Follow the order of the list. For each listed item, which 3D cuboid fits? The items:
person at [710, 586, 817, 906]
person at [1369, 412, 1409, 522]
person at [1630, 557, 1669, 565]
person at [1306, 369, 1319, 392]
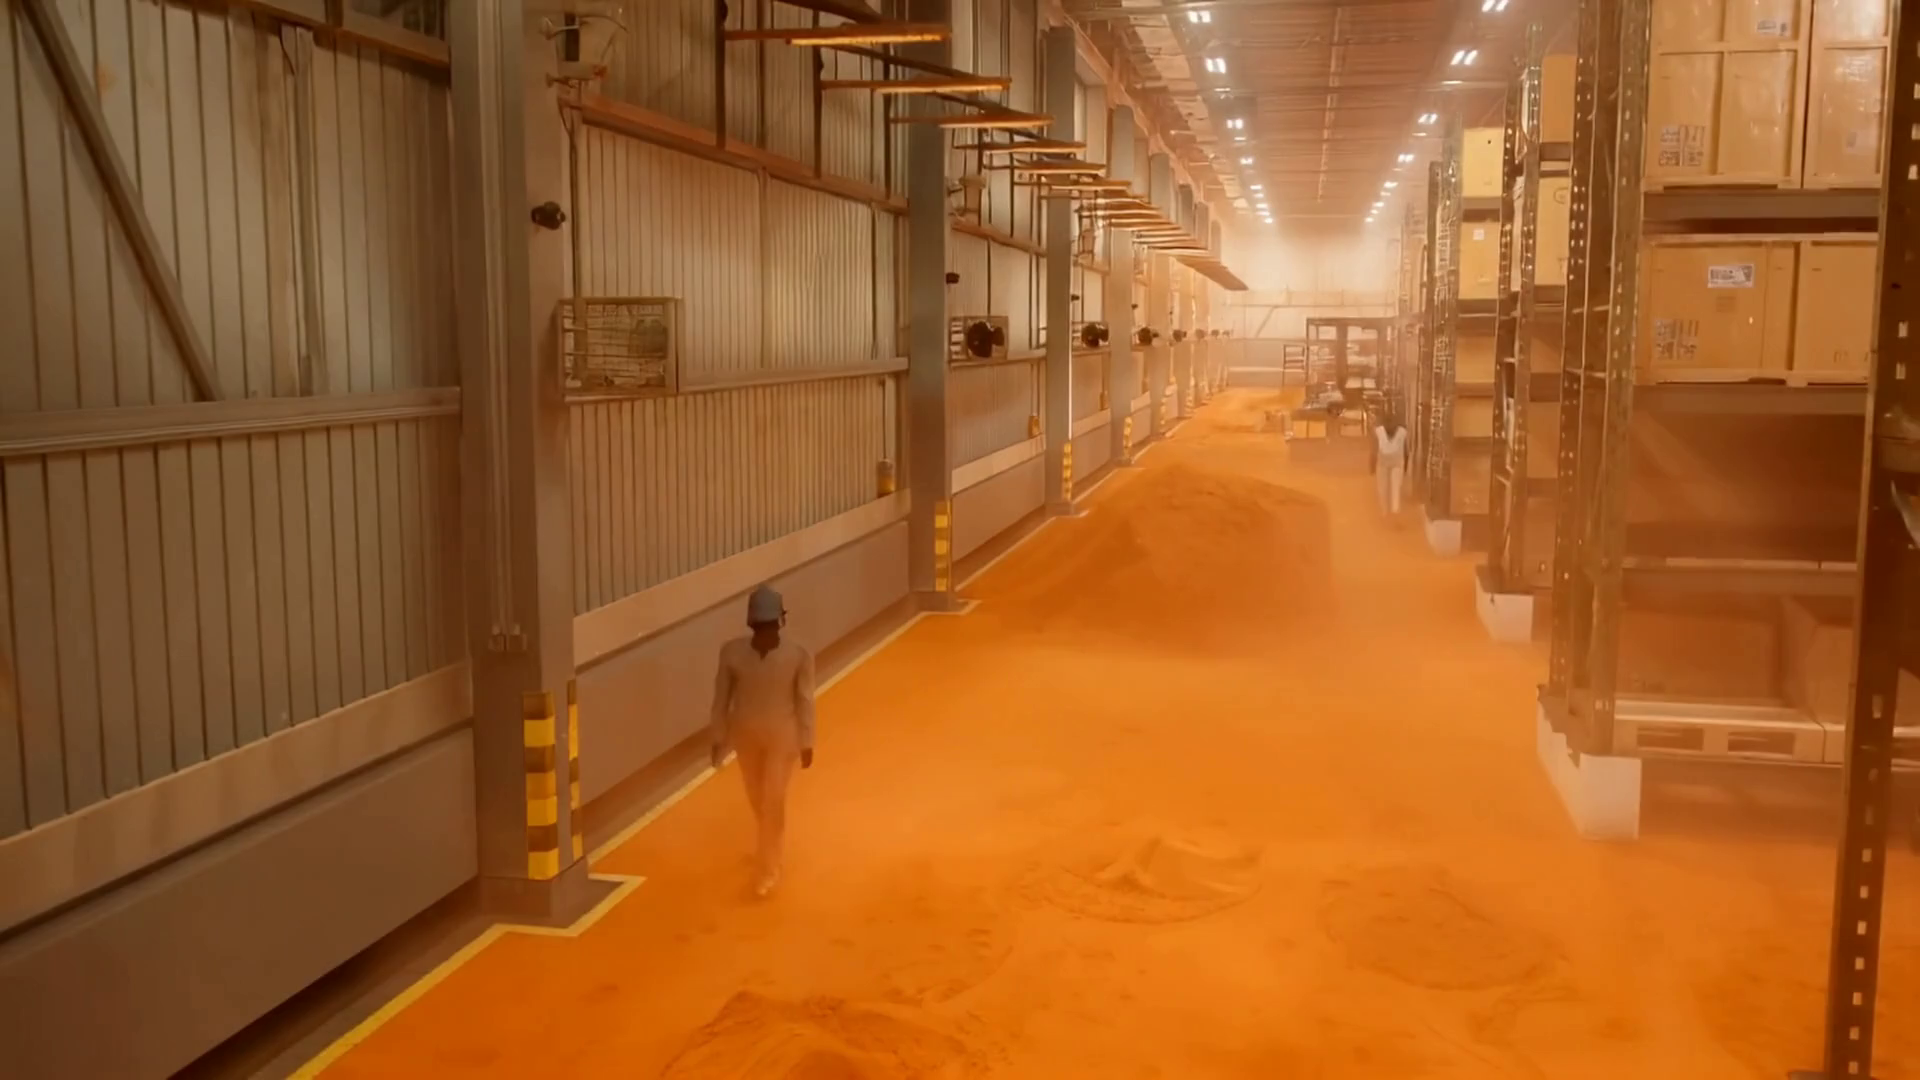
[{"bbox_3d":[-1.087,1.089,9.334,0.562,1.710,0.900,2,7,13],"label":"person"},{"bbox_3d":[7.080,-1.211,27.447,0.637,1.793,0.983,1,7,10],"label":"person"},{"bbox_3d":[6.248,0.439,14.843,0.674,1.614,0.540,7,10,44],"label":"person"},{"bbox_3d":[12.186,-4.993,57.472,0.571,1.844,0.376,-1,7,-9],"label":"person"}]
